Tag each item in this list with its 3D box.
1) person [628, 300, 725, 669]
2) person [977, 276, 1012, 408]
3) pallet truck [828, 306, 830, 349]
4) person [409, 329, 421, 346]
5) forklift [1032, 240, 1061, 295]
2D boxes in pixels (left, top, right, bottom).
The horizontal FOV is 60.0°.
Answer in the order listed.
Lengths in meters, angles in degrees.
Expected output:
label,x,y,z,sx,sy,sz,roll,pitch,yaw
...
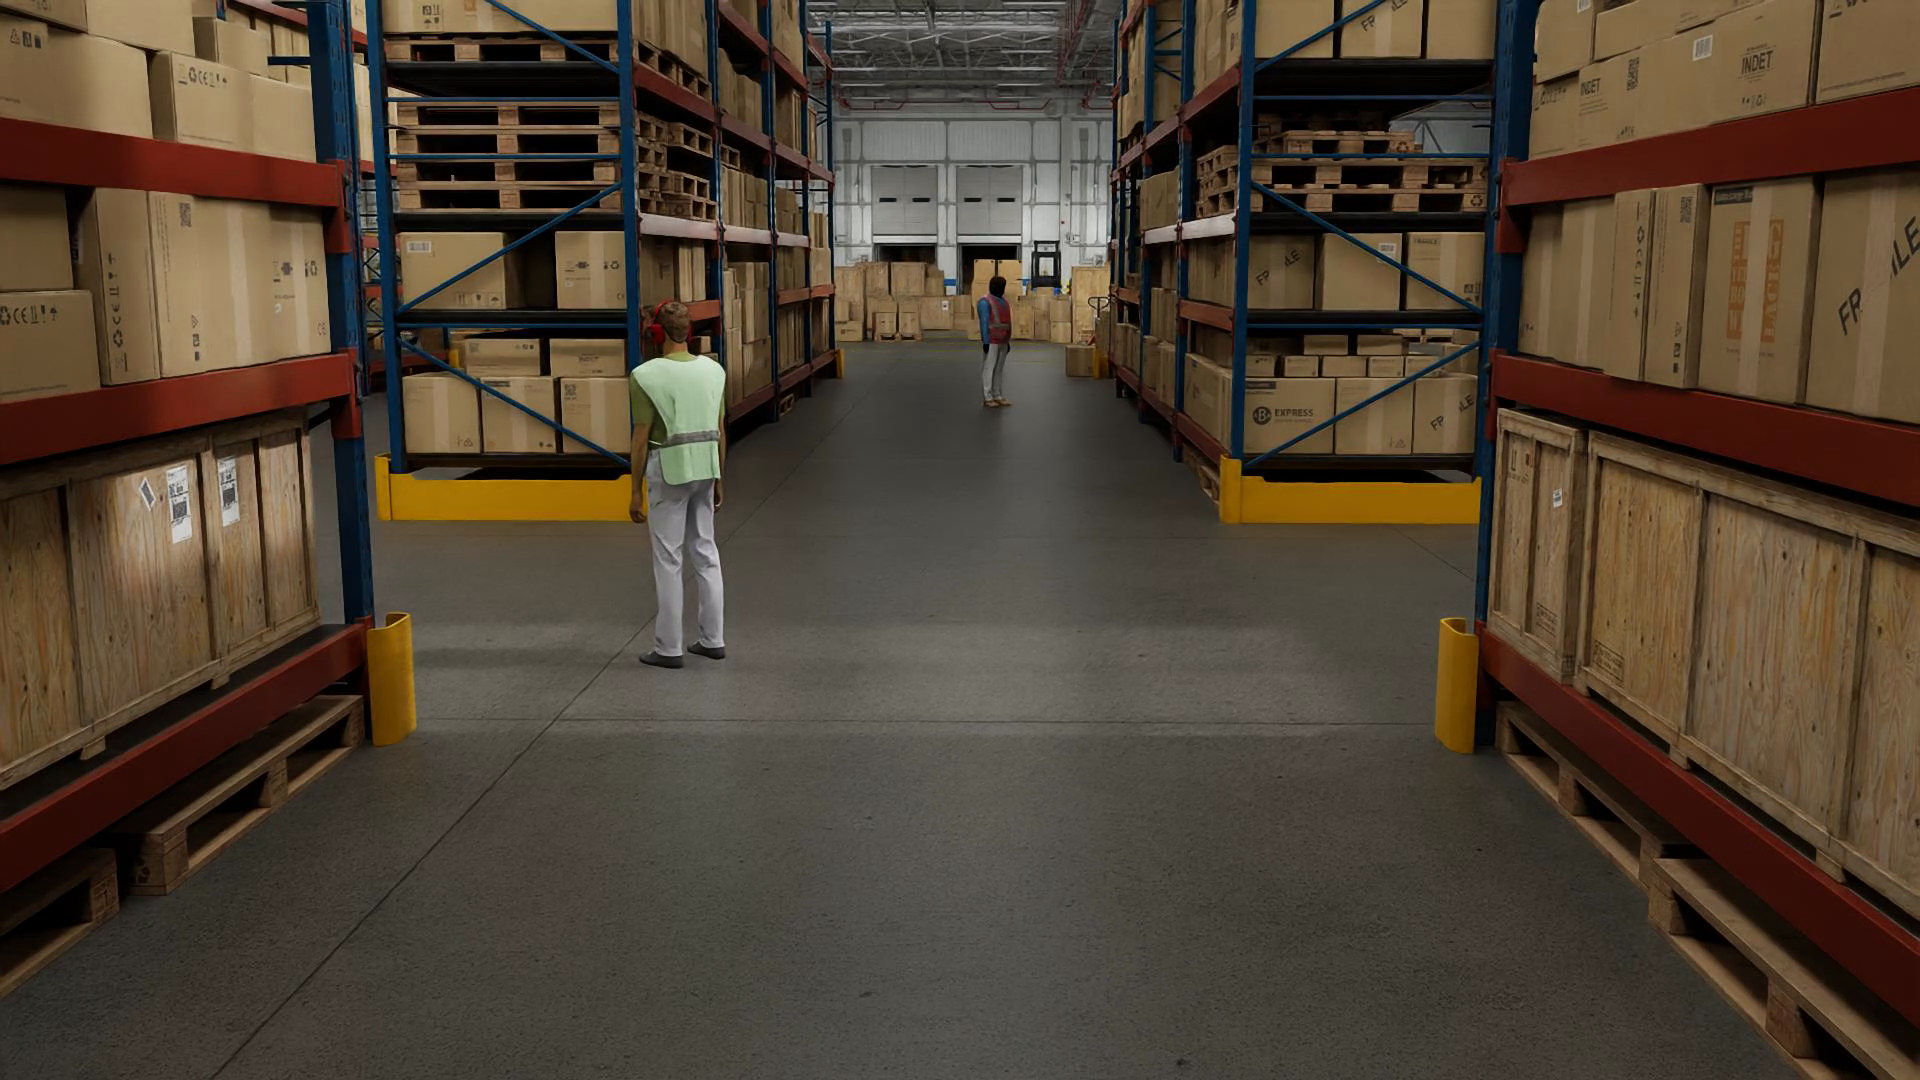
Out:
label,x,y,z,sx,sy,sz,roll,pitch,yaw
person,-1.391,-0.274,8.330,0.381,1.836,0.564,9,13,42
person,0.511,-2.770,23.274,0.429,1.841,0.625,6,11,33
pallet truck,-3.100,-3.940,29.800,1.885,1.965,0.823,3,10,19
person,-10.443,-4.207,32.393,0.854,1.648,0.548,-3,10,-16
forklift,3.161,-9.557,60.806,1.129,2.768,1.873,0,9,1
